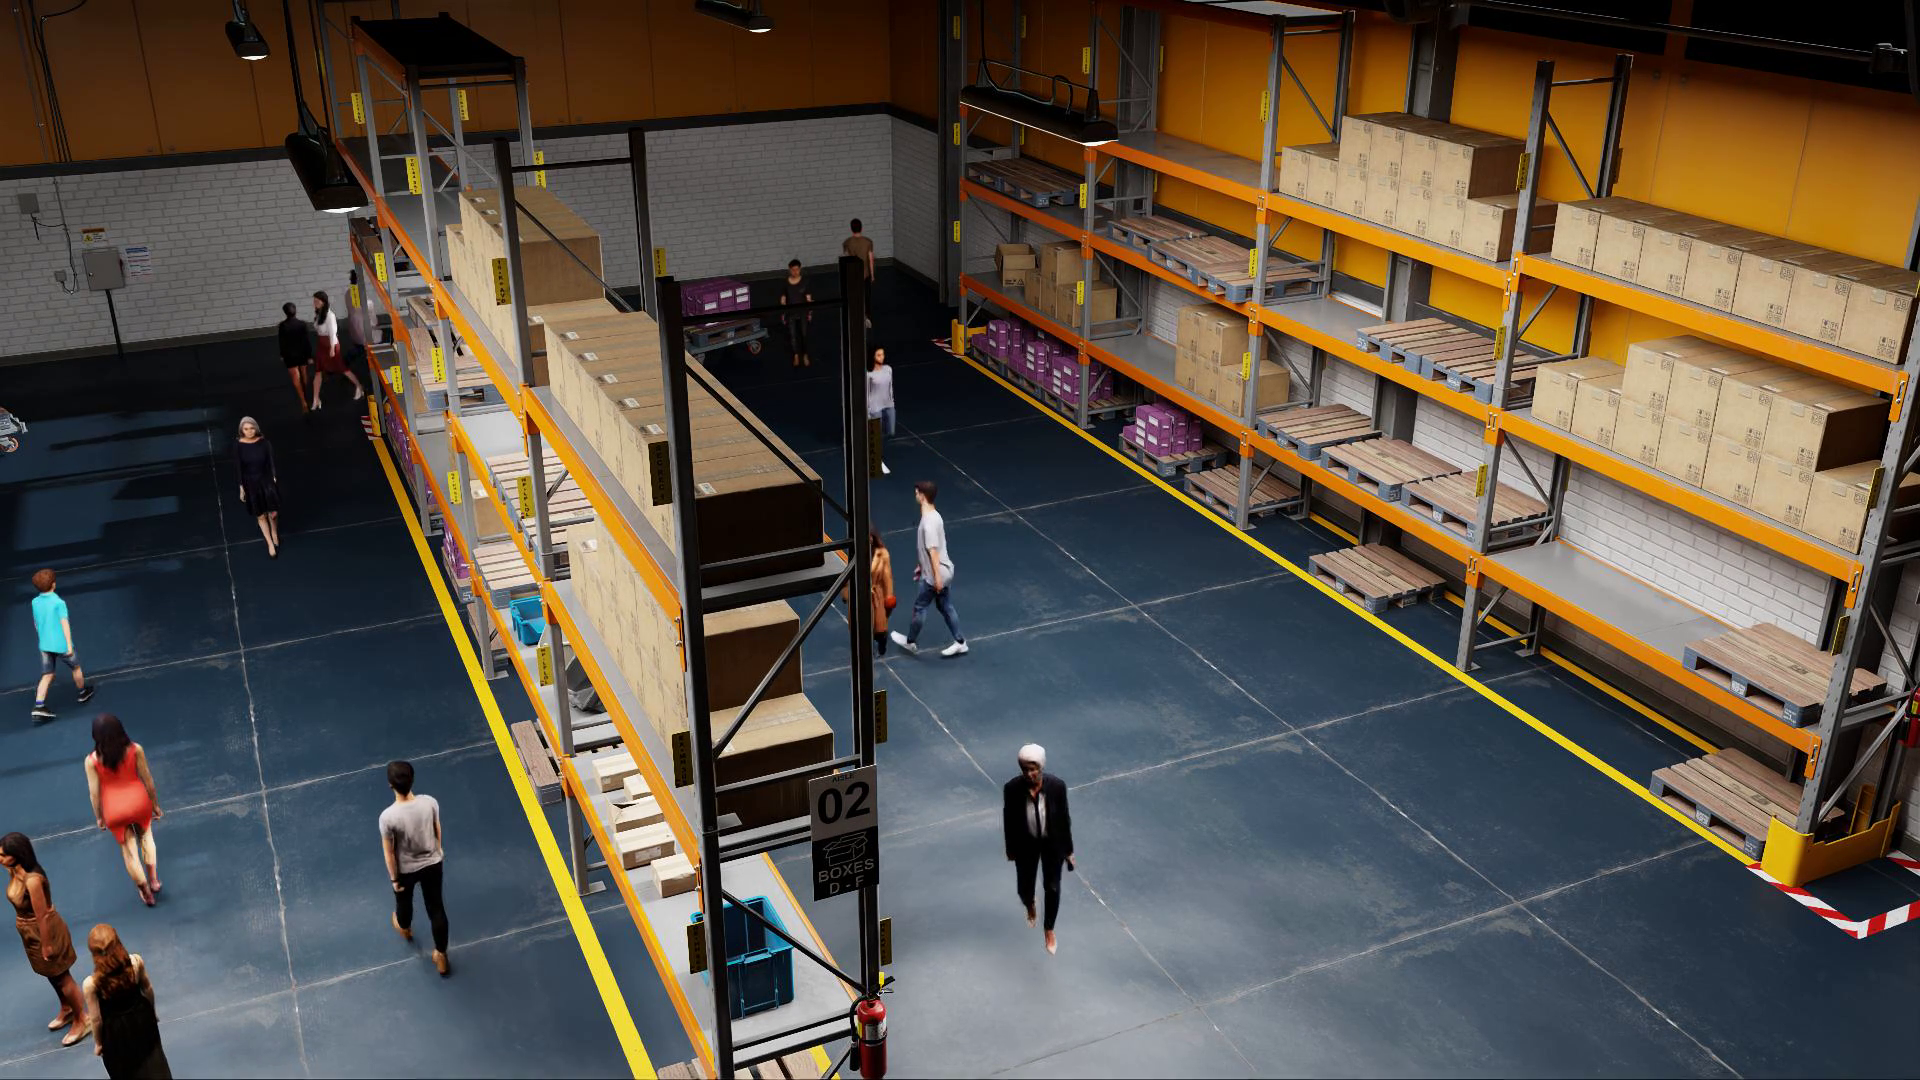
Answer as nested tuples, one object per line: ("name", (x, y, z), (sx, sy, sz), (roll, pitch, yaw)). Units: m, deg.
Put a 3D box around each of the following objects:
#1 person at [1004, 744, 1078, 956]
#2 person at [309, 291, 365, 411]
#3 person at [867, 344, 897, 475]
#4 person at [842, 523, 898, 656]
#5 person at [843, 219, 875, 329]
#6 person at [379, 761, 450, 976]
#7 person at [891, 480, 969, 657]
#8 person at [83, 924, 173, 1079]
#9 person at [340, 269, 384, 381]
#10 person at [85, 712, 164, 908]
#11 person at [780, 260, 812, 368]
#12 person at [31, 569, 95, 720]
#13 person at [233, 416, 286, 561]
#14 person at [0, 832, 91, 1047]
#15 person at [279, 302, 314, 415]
("person", (0.619, 2.175, 12.121), (0.886, 1.772, 0.828), (0, 24, 1))
("person", (-9.028, -2.739, 24.040), (1.121, 1.703, 0.964), (19, 30, 37))
("person", (-1.102, -1.738, 21.719), (0.705, 1.729, 0.795), (-17, 29, -34))
("person", (-0.880, 0.606, 16.382), (0.942, 1.709, 1.035), (3, 24, 7))
("person", (-1.682, -4.378, 27.636), (0.938, 1.827, 1.161), (0, 24, -1))
("person", (-3.965, 2.434, 12.231), (0.682, 1.684, 1.058), (-13, 27, -28))
("person", (-0.180, 0.342, 16.830), (1.125, 1.834, 1.131), (0, 24, 0))
("person", (-5.330, 3.151, 10.663), (0.698, 1.626, 0.667), (17, 29, 33))
("person", (-9.093, -3.208, 25.090), (1.018, 1.722, 0.964), (21, 31, 39))
("person", (-6.436, 2.128, 12.894), (0.663, 1.713, 0.639), (-17, 29, -33))
("person", (-2.550, -3.560, 25.922), (0.705, 1.702, 0.705), (0, 24, 0))
("person", (-8.655, 1.017, 15.811), (0.859, 1.414, 1.031), (3, 24, 7))
("person", (-8.081, -0.617, 19.145), (0.612, 1.736, 0.660), (-10, 26, -22))
("person", (-6.351, 2.739, 11.530), (0.585, 1.686, 0.694), (18, 29, 35))
("person", (-9.479, -2.568, 23.768), (0.656, 1.608, 0.940), (-16, 28, -32))
